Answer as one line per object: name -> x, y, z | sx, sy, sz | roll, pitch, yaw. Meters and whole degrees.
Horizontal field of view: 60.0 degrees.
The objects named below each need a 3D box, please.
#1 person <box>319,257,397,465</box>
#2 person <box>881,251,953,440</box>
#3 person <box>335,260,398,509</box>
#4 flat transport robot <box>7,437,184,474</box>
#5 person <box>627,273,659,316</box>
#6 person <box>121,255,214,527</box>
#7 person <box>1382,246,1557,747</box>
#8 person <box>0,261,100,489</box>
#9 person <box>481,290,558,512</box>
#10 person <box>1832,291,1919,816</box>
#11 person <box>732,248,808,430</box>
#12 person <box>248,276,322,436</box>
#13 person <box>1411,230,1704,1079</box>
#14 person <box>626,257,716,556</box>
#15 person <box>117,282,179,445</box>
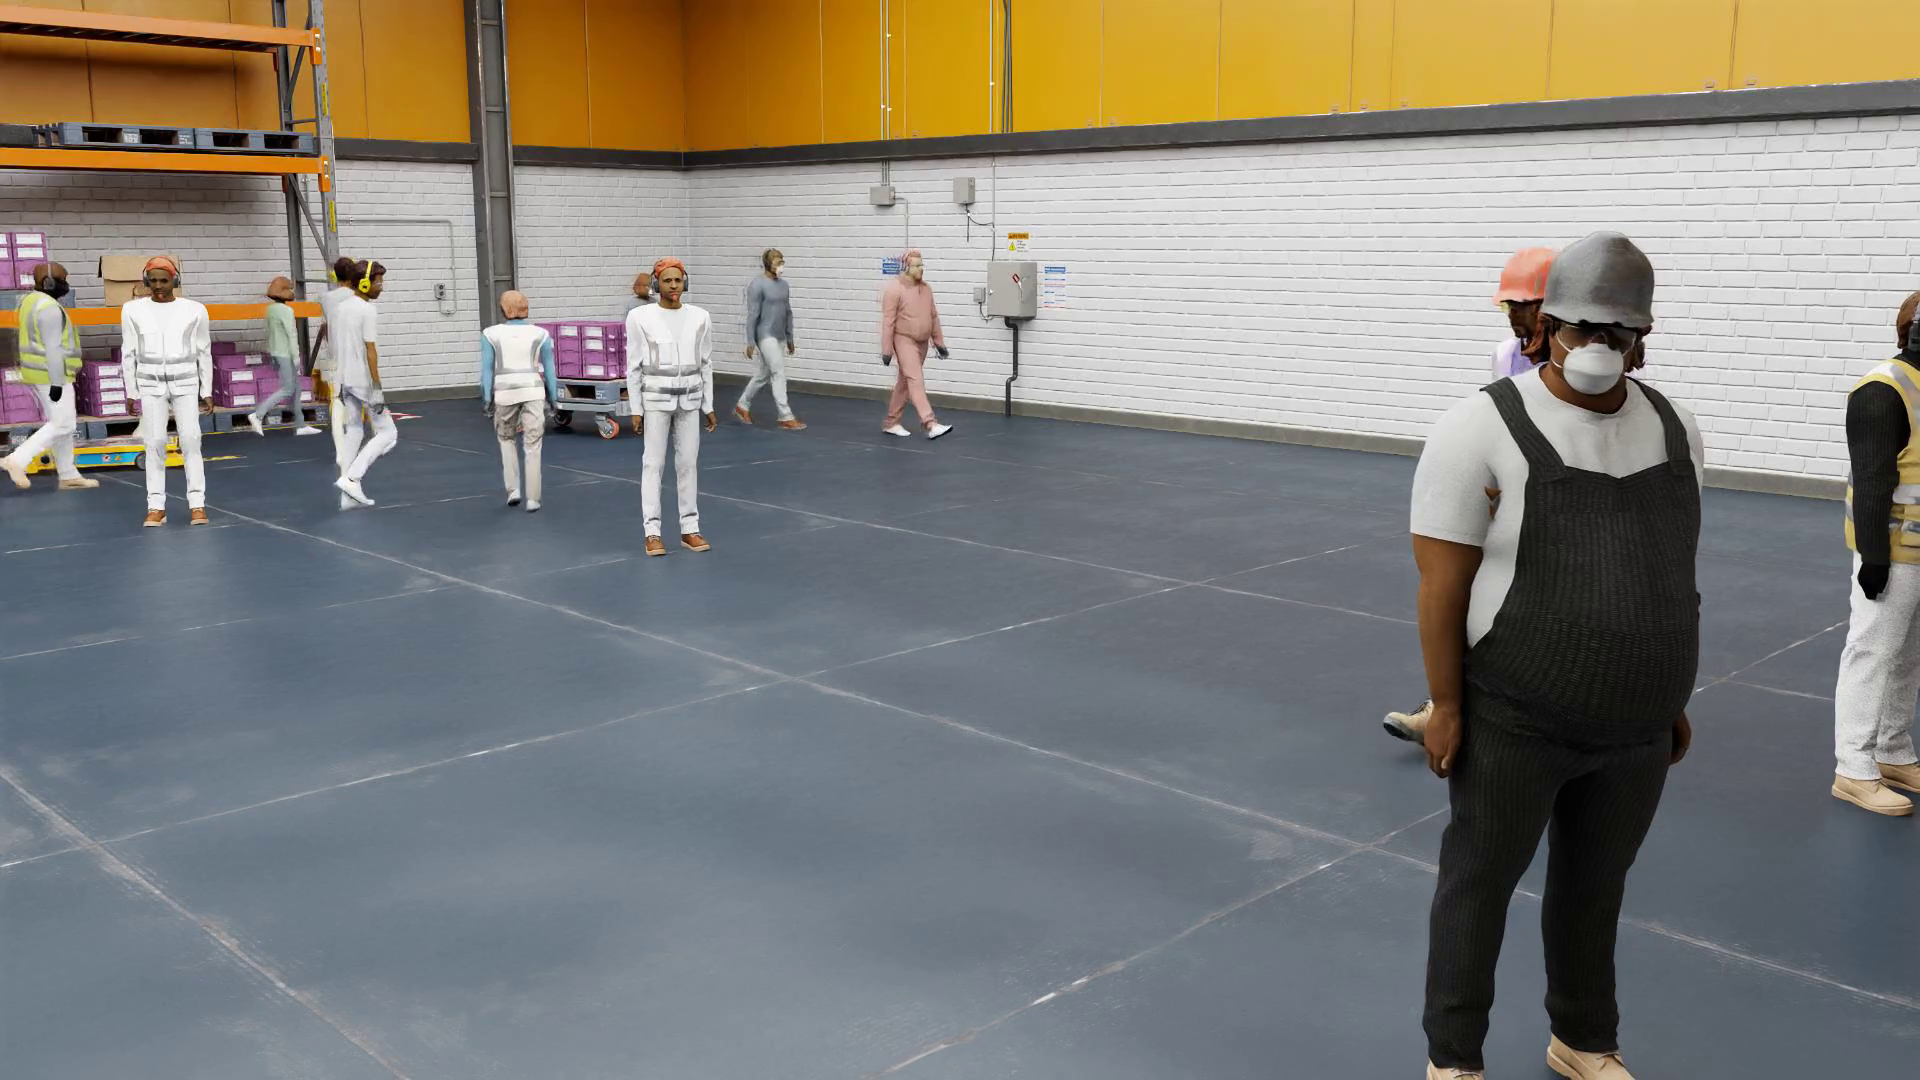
person -> -5.439, -1.616, 14.961 | 0.506, 1.816, 0.950 | 1, 10, 5
person -> -0.416, -1.923, 16.538 | 0.999, 1.855, 0.648 | 7, 13, 34
person -> -4.402, -1.131, 12.248 | 0.642, 1.842, 0.420 | 9, 14, 40
flat transport robot -> -7.439, -0.751, 14.467 | 1.431, 0.197, 0.652 | -5, 11, -24
person -> -3.537, -2.135, 18.344 | 0.561, 1.612, 0.535 | 5, 11, 25
person -> -5.516, -1.034, 11.602 | 0.573, 1.887, 0.353 | -4, 11, -19
person -> 2.206, -0.135, 6.449 | 1.091, 1.976, 0.619 | -5, 11, -23
person -> -7.208, -1.265, 13.054 | 0.630, 1.827, 0.639 | -8, 13, -39
person -> -3.242, -1.026, 12.275 | 0.552, 1.613, 0.566 | -3, 11, -14
person -> 3.380, 0.035, 5.899 | 0.622, 1.845, 0.429 | -8, 13, -36
person -> -2.049, -2.121, 17.531 | 0.997, 1.901, 0.644 | 5, 12, 26
person -> -6.817, -1.832, 16.678 | 0.688, 1.611, 0.507 | -9, 14, -40
person -> 1.373, 0.335, 3.718 | 0.688, 2.000, 0.536 | -2, 11, -13
person -> -1.832, -0.847, 10.594 | 0.573, 1.883, 0.356 | -6, 12, -29
person -> -7.528, -1.584, 15.412 | 0.517, 1.588, 0.875 | 9, 13, 39
